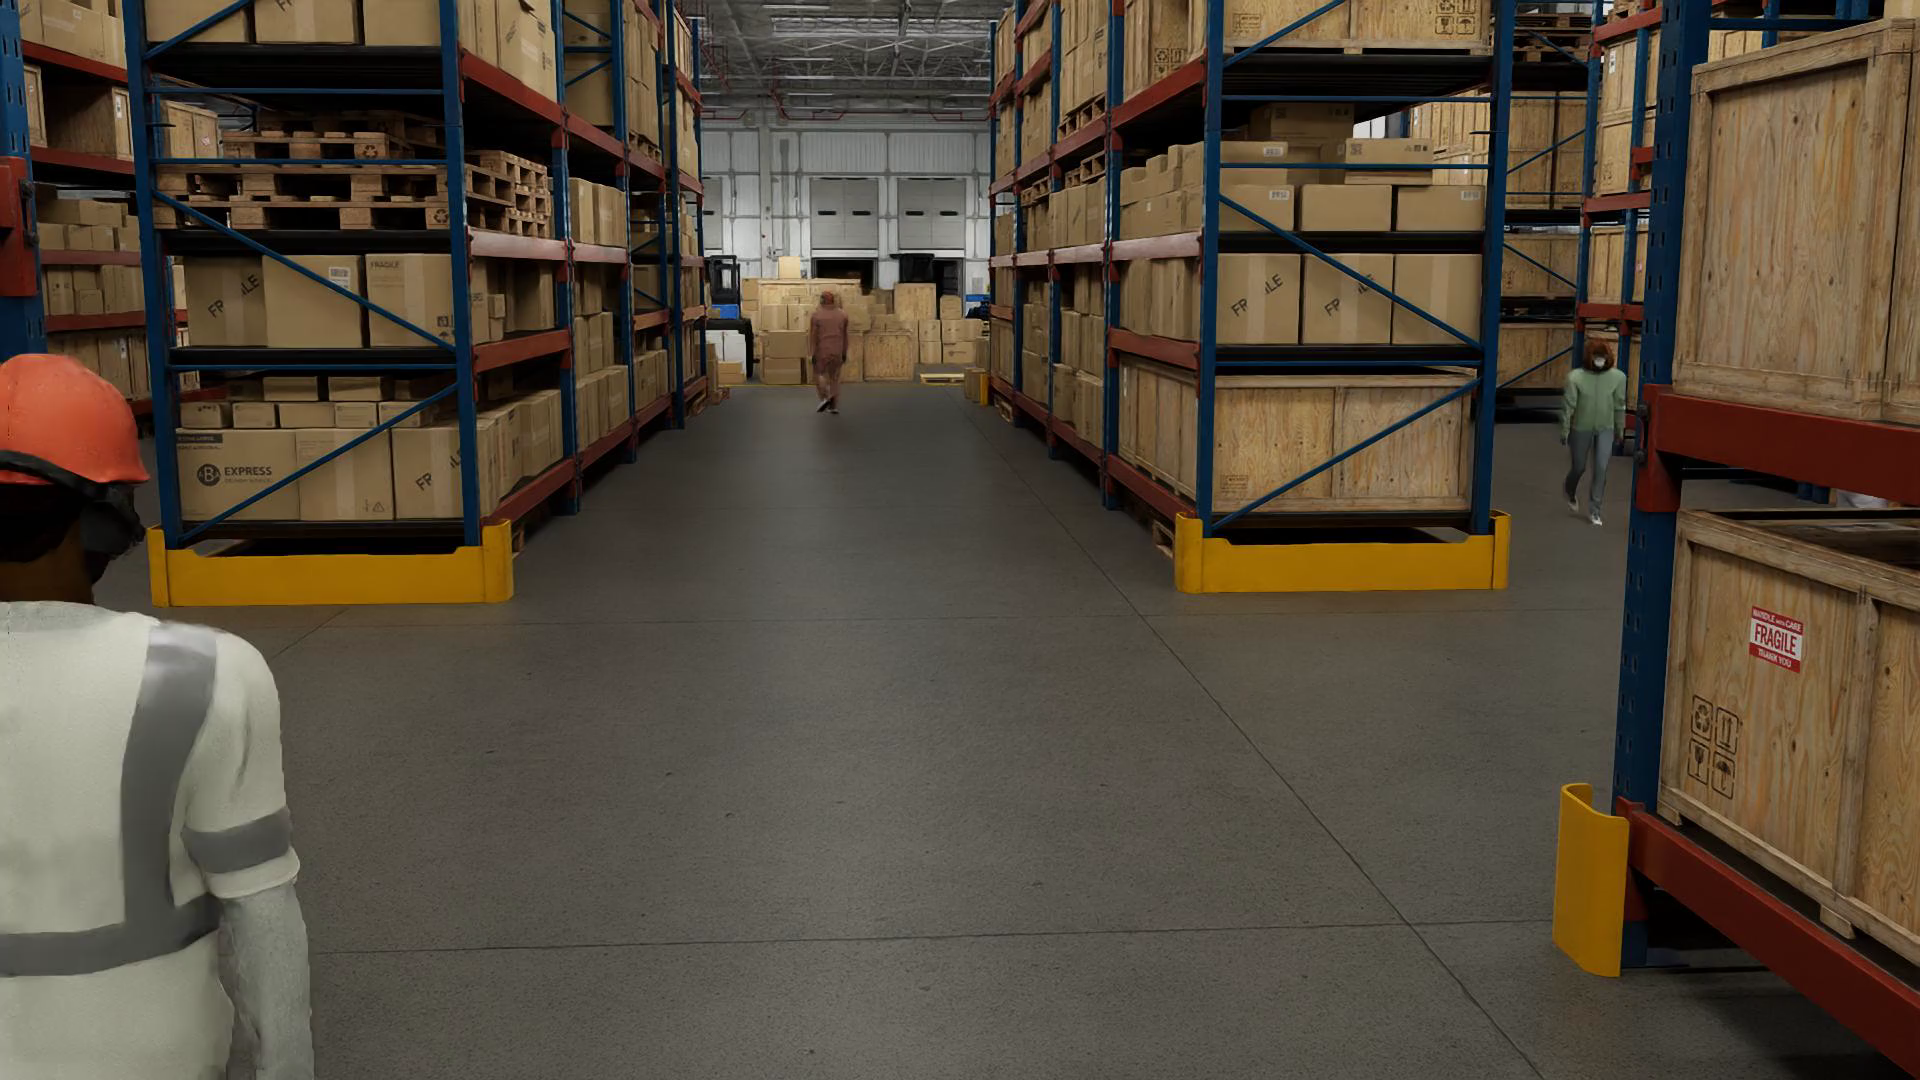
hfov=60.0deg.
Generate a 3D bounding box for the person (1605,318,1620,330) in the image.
[{"bbox_3d":[8.908,-2.322,22.806,0.315,1.636,0.515,0,9,-2],"label":"person"}]

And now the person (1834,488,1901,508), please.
[{"bbox_3d":[5.057,-0.277,9.304,0.390,1.846,0.564,0,9,-2],"label":"person"}]

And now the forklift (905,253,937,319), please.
[{"bbox_3d":[-1.294,-7.845,53.589,1.129,2.768,1.873,-5,11,-30],"label":"forklift"}]

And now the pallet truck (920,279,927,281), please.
[{"bbox_3d":[-0.932,-8.922,63.114,1.885,1.965,0.823,2,9,13],"label":"pallet truck"}]

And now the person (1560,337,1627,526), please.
[{"bbox_3d":[5.419,-0.950,14.288,0.525,1.601,0.626,2,9,10],"label":"person"}]

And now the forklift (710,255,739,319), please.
[{"bbox_3d":[-8.368,-8.713,59.038,1.129,2.768,1.873,-1,9,-4],"label":"forklift"}]

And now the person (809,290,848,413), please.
[{"bbox_3d":[-2.022,-2.877,25.493,0.657,1.893,0.415,-4,10,-25],"label":"person"}]

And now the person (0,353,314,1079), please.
[{"bbox_3d":[-1.227,0.760,2.291,0.614,2.018,0.804,-2,9,-10],"label":"person"}]
